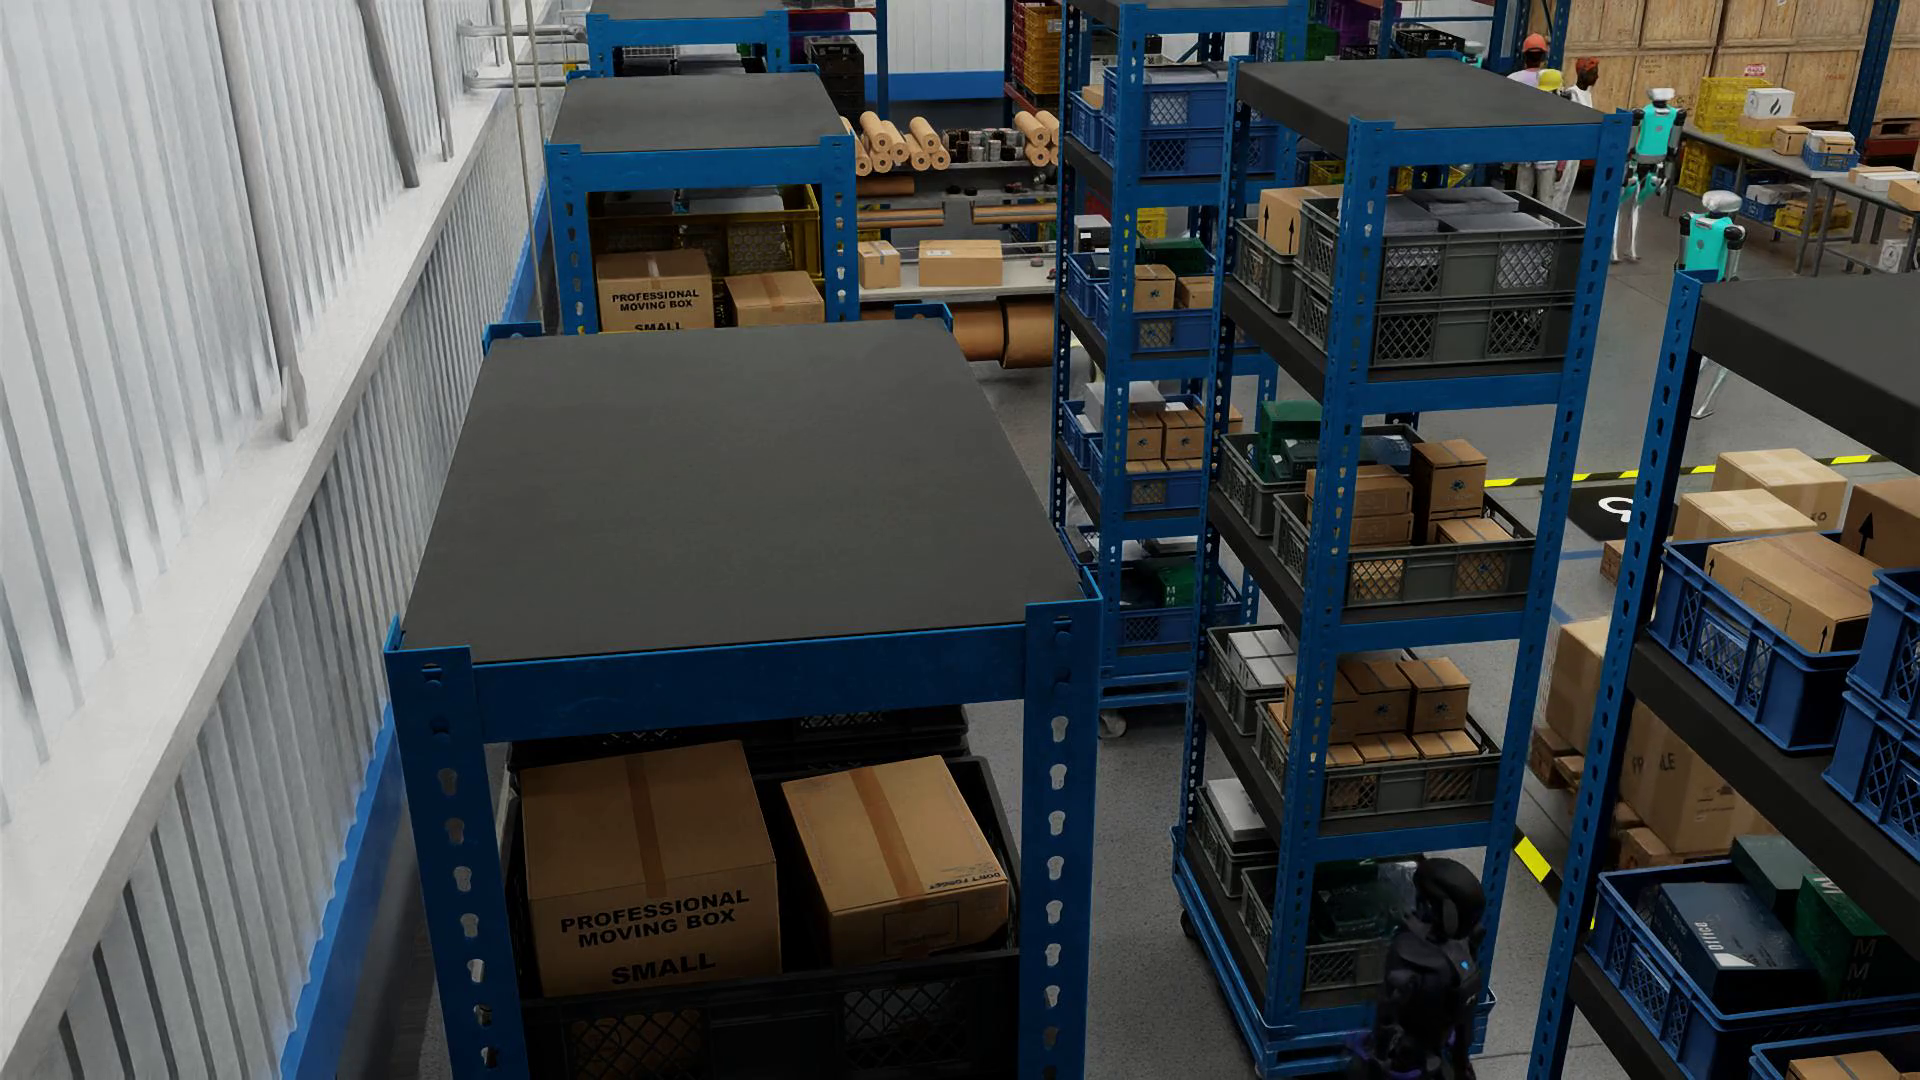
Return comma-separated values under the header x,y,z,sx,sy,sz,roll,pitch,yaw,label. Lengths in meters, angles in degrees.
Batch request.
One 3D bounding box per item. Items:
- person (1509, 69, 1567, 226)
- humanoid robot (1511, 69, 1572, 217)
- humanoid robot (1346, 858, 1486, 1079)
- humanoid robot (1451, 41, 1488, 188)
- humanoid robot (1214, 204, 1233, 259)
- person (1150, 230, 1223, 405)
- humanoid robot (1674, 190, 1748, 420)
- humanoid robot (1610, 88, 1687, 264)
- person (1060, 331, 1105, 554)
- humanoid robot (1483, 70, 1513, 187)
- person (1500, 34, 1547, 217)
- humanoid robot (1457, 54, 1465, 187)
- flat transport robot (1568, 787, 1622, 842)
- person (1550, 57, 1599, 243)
x,y,z,sx,sy,sz,roll,pitch,yaw,label
5.804,-3.799,16.692,0.585,1.826,0.404,22,32,39,person
5.988,-3.940,17.159,0.530,1.848,0.647,15,29,29,humanoid robot
1.393,1.667,4.999,0.567,1.639,0.610,22,32,39,humanoid robot
5.719,-4.610,18.584,0.533,1.809,0.726,-7,26,-15,humanoid robot
2.678,-3.623,16.497,0.486,1.645,0.611,-5,25,-11,humanoid robot
1.470,-1.101,10.801,0.588,1.849,0.395,-2,25,-5,person
5.556,-1.727,12.140,0.735,1.673,0.533,-12,27,-24,humanoid robot
6.638,-3.574,16.285,0.530,1.757,0.749,1,25,1,humanoid robot
0.815,-0.633,9.789,0.429,1.846,0.626,10,26,20,person
5.620,-4.102,17.513,0.315,1.657,0.599,11,27,23,humanoid robot
5.876,-4.226,17.374,0.611,2.033,0.395,-4,25,-10,person
5.762,-4.954,19.364,0.599,1.657,0.315,9,26,19,humanoid robot
3.308,1.307,7.425,0.652,0.197,1.431,-4,25,-8,flat transport robot
6.258,-3.988,17.048,0.342,1.876,0.575,18,30,35,person
